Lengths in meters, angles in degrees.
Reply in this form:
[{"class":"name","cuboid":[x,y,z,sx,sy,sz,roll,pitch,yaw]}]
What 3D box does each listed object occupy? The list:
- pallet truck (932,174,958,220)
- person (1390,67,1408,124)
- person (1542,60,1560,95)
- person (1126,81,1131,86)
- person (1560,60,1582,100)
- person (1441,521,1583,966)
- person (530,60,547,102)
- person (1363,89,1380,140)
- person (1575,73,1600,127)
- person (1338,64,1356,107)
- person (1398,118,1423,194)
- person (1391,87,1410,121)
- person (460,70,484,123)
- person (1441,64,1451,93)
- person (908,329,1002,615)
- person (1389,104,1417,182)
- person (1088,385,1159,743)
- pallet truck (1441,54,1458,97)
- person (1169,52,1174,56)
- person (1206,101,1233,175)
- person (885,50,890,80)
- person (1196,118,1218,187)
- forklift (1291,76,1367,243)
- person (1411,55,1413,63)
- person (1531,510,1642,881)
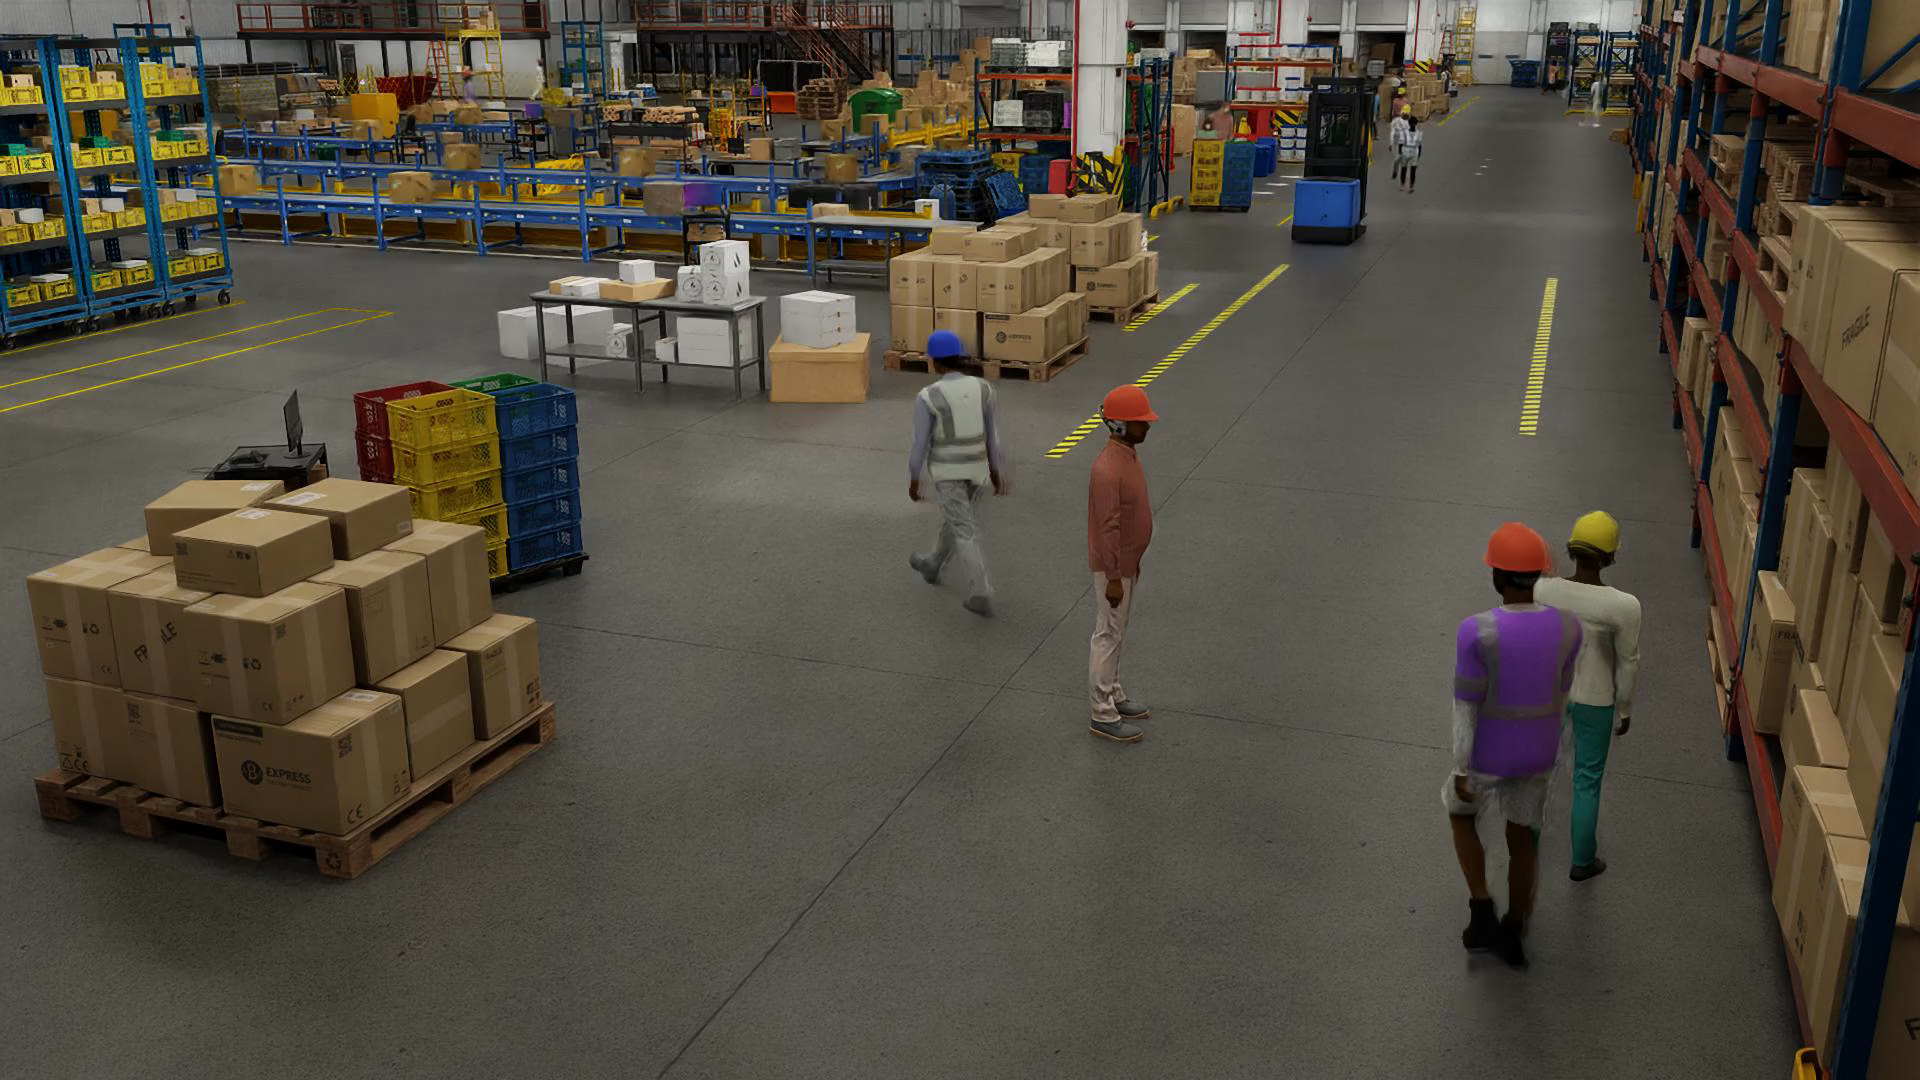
[{"class":"pallet truck","cuboid":[-0.507,-5.292,27.348,0.653,1.274,1.630,6,19,19]},{"class":"person","cuboid":[15.729,-15.829,59.253,0.697,2.000,0.751,-17,24,-42]},{"class":"person","cuboid":[28.611,-22.340,80.347,0.890,1.653,0.535,0,18,0]},{"class":"person","cuboid":[6.053,-16.126,60.257,0.385,1.997,0.613,-1,18,-3]},{"class":"person","cuboid":[27.761,-20.836,75.417,0.980,1.794,0.628,8,19,23]},{"class":"person","cuboid":[2.292,0.869,6.990,0.544,1.921,0.462,-1,18,-4]},{"class":"person","cuboid":[-18.697,-20.414,73.970,0.828,1.857,0.579,-3,18,-11]},{"class":"person","cuboid":[12.928,-13.454,52.435,0.539,1.639,0.898,-15,23,-39]},{"class":"person","cuboid":[22.085,-15.406,58.270,0.896,1.834,0.530,2,18,6]},{"class":"person","cuboid":[16.053,-18.671,68.549,0.933,1.823,0.504,-8,19,-24]},{"class":"person","cuboid":[10.061,-8.621,37.239,0.545,1.655,0.888,3,18,8]},{"class":"person","cuboid":[13.138,-12.593,49.551,0.577,1.750,0.429,11,21,31]},{"class":"person","cuboid":[-16.512,-14.831,56.151,0.736,2.024,0.624,-10,20,-29]},{"class":"person","cuboid":[19.812,-18.514,68.015,0.506,1.843,0.351,-12,21,-32]},{"class":"person","cuboid":[-0.066,-0.486,11.295,0.623,1.878,1.047,-13,22,-36]},{"class":"person","cuboid":[10.494,-9.401,39.419,0.611,1.812,0.441,4,18,11]},{"class":"person","cuboid":[0.886,0.119,9.217,0.376,1.995,0.612,4,18,13]},{"class":"pallet truck","cuboid":[22.765,-21.886,78.355,0.823,1.965,1.885,-4,18,-14]},{"class":"person","cuboid":[10.845,-24.190,85.749,0.966,1.897,0.633,-8,19,-24]},{"class":"person","cuboid":[6.115,-9.484,39.602,0.752,1.870,0.474,-2,18,-7]},{"class":"person","cuboid":[-4.287,-27.103,95.056,0.841,1.814,0.632,-5,18,-16]},{"class":"person","cuboid":[5.536,-8.664,37.406,0.509,1.629,0.275,3,18,8]},{"class":"forklift","cuboid":[6.598,-6.755,29.381,1.129,2.768,1.873,6,19,19]},{"class":"person","cuboid":[23.647,-24.395,86.680,0.504,1.727,0.488,13,22,36]},{"class":"person","cuboid":[2.846,0.721,7.695,0.531,1.772,0.301,12,21,33]}]
